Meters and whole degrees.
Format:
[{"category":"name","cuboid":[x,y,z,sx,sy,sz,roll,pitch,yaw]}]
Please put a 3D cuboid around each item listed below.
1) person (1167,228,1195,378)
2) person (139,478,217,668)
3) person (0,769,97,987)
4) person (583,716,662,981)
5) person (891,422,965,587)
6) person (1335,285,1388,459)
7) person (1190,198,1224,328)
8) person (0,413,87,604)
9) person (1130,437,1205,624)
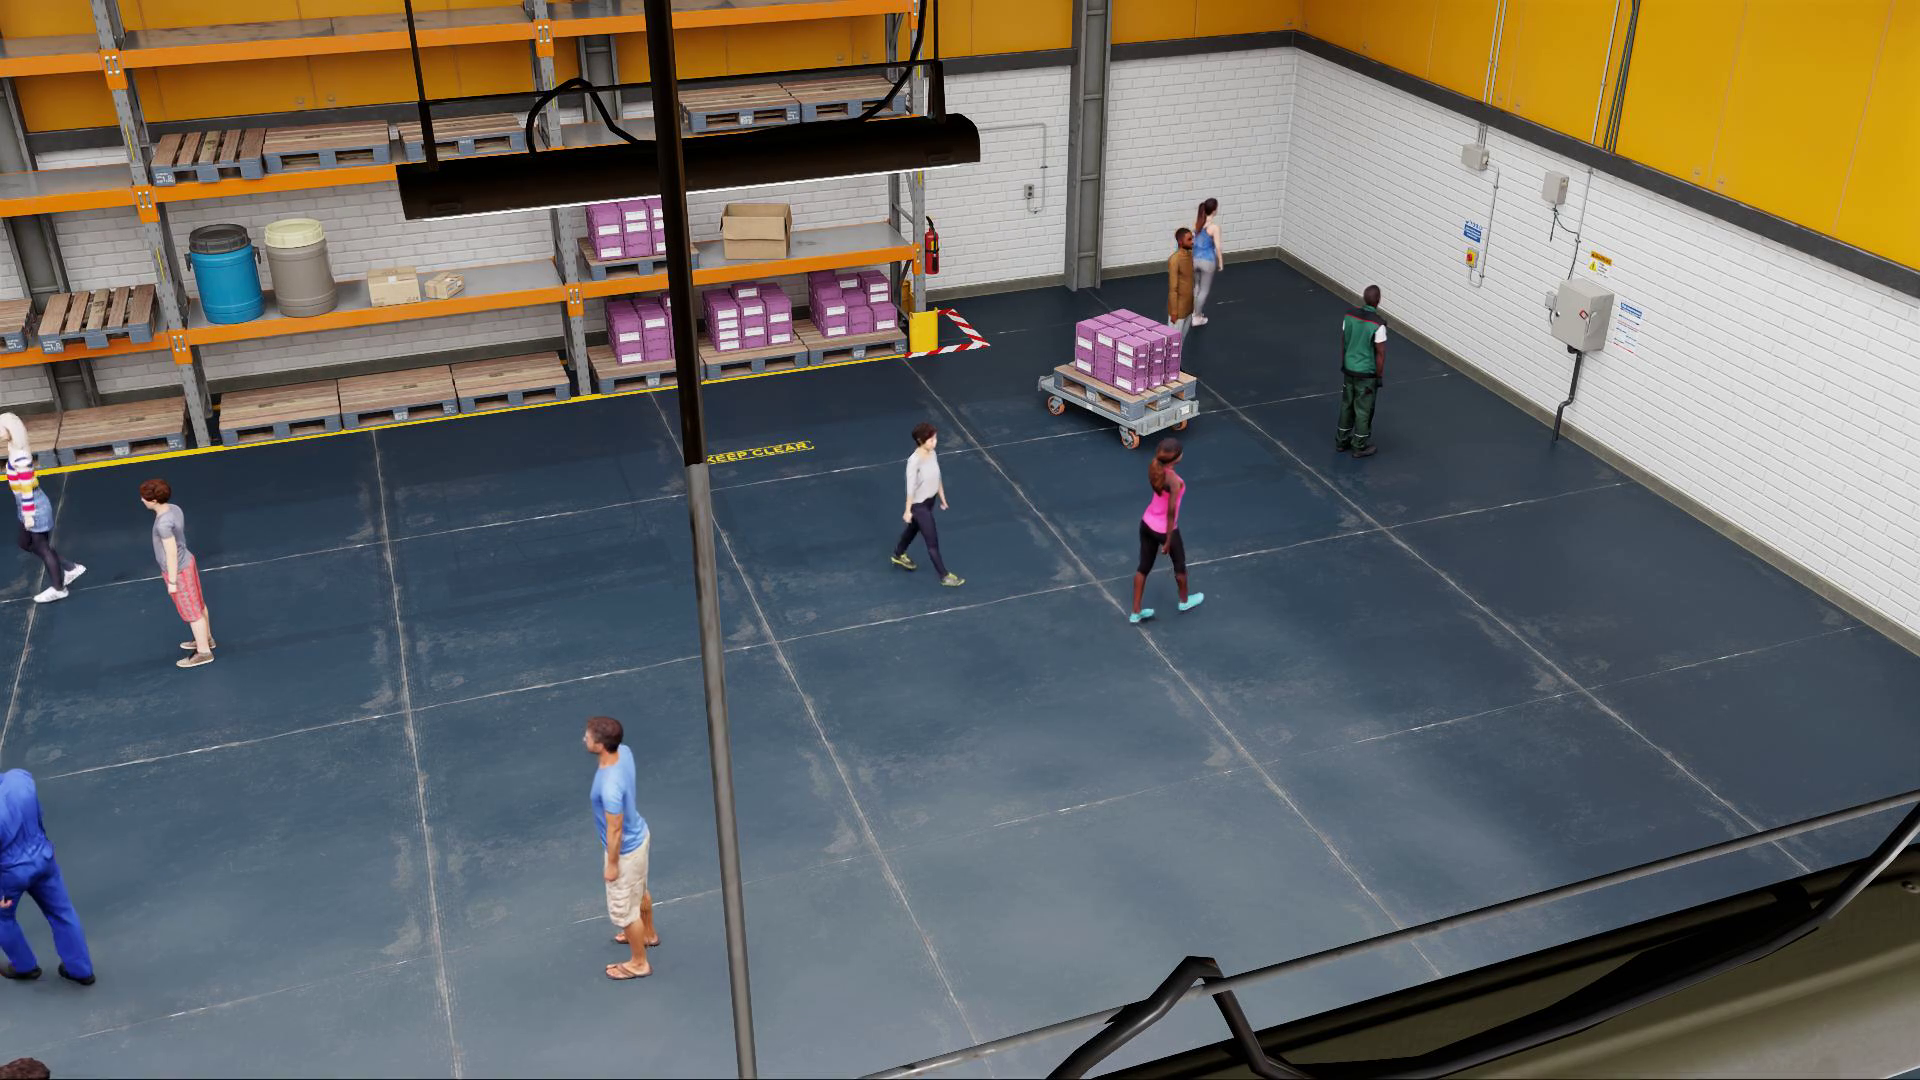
[{"category":"person","cuboid":[2.467,-2.627,18.677,0.779,1.817,0.695,16,32,27]},{"category":"person","cuboid":[-6.373,0.244,13.588,0.545,1.651,0.594,-7,29,-13]},{"category":"person","cuboid":[-5.662,2.028,10.157,1.056,1.804,0.996,14,31,23]},{"category":"person","cuboid":[-2.085,1.887,10.355,0.677,1.861,0.706,0,29,-1]},{"category":"person","cuboid":[-0.400,-0.346,14.817,1.060,1.508,1.037,15,32,25]},{"category":"person","cuboid":[4.112,-1.739,17.026,0.718,1.839,0.757,-20,35,-33]},{"category":"person","cuboid":[2.927,-3.363,20.249,0.726,1.602,0.693,-25,37,-38]},{"category":"person","cuboid":[-7.954,-0.300,14.427,0.759,1.802,0.737,-17,33,-28]},{"category":"person","cuboid":[1.618,-0.056,14.094,0.992,1.691,0.687,-18,33,-29]}]
